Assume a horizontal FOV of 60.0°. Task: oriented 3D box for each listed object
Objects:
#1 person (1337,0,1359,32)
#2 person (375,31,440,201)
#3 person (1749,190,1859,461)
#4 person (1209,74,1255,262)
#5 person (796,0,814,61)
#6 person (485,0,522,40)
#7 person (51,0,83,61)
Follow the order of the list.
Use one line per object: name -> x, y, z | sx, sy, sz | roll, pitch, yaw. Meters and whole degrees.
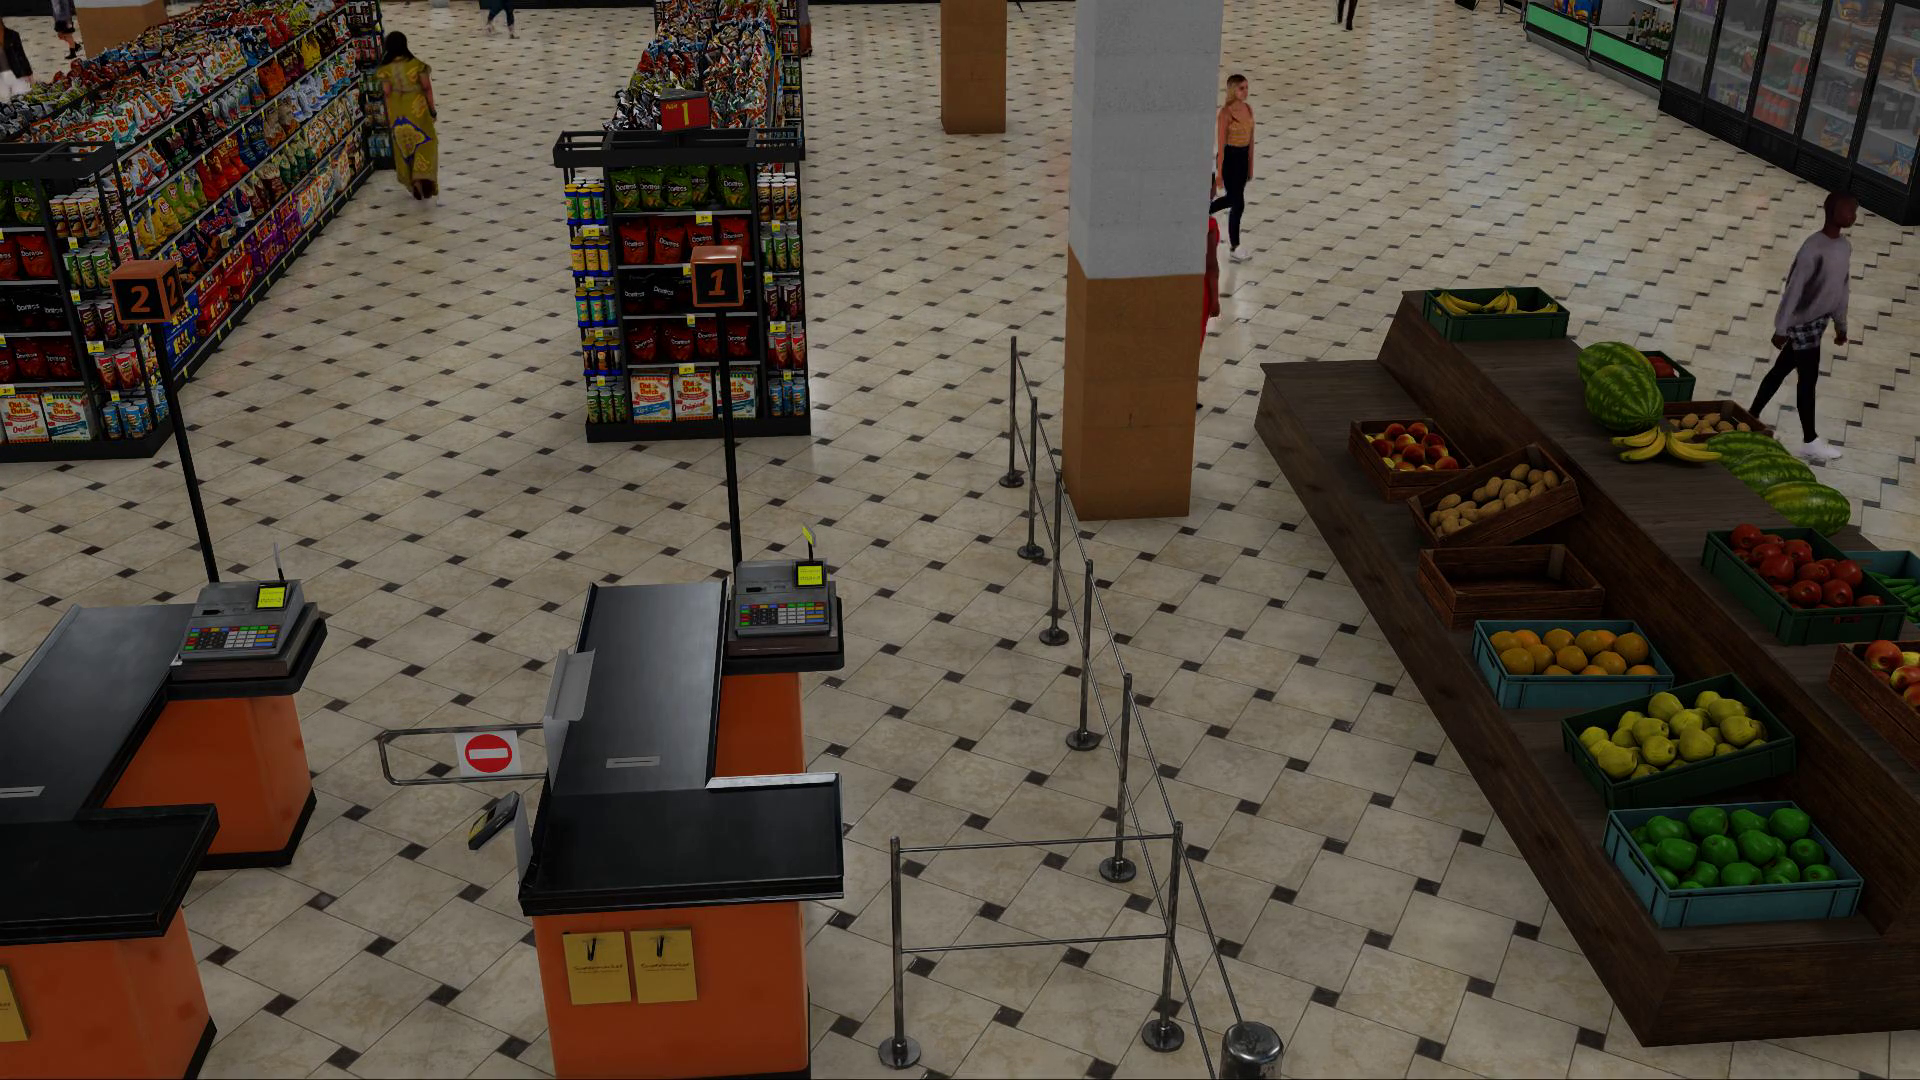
person -> 5.911, -8.524, 25.100 | 0.622, 1.576, 0.700 | 0, 27, 0
person -> -5.413, -4.137, 16.388 | 0.752, 1.631, 1.100 | -1, 27, -3
person -> 5.478, -1.447, 10.961 | 0.950, 1.744, 1.104 | -18, 32, -32
person -> 2.382, -3.331, 14.827 | 0.939, 1.607, 1.077 | -21, 33, -35
person -> -2.203, -7.554, 22.961 | 0.715, 1.781, 0.585 | 9, 28, 17
person -> -6.791, -8.100, 24.407 | 1.005, 1.447, 0.948 | 19, 33, 33
person -> -12.423, -7.255, 23.124 | 0.598, 1.100, 0.656 | 14, 30, 26
